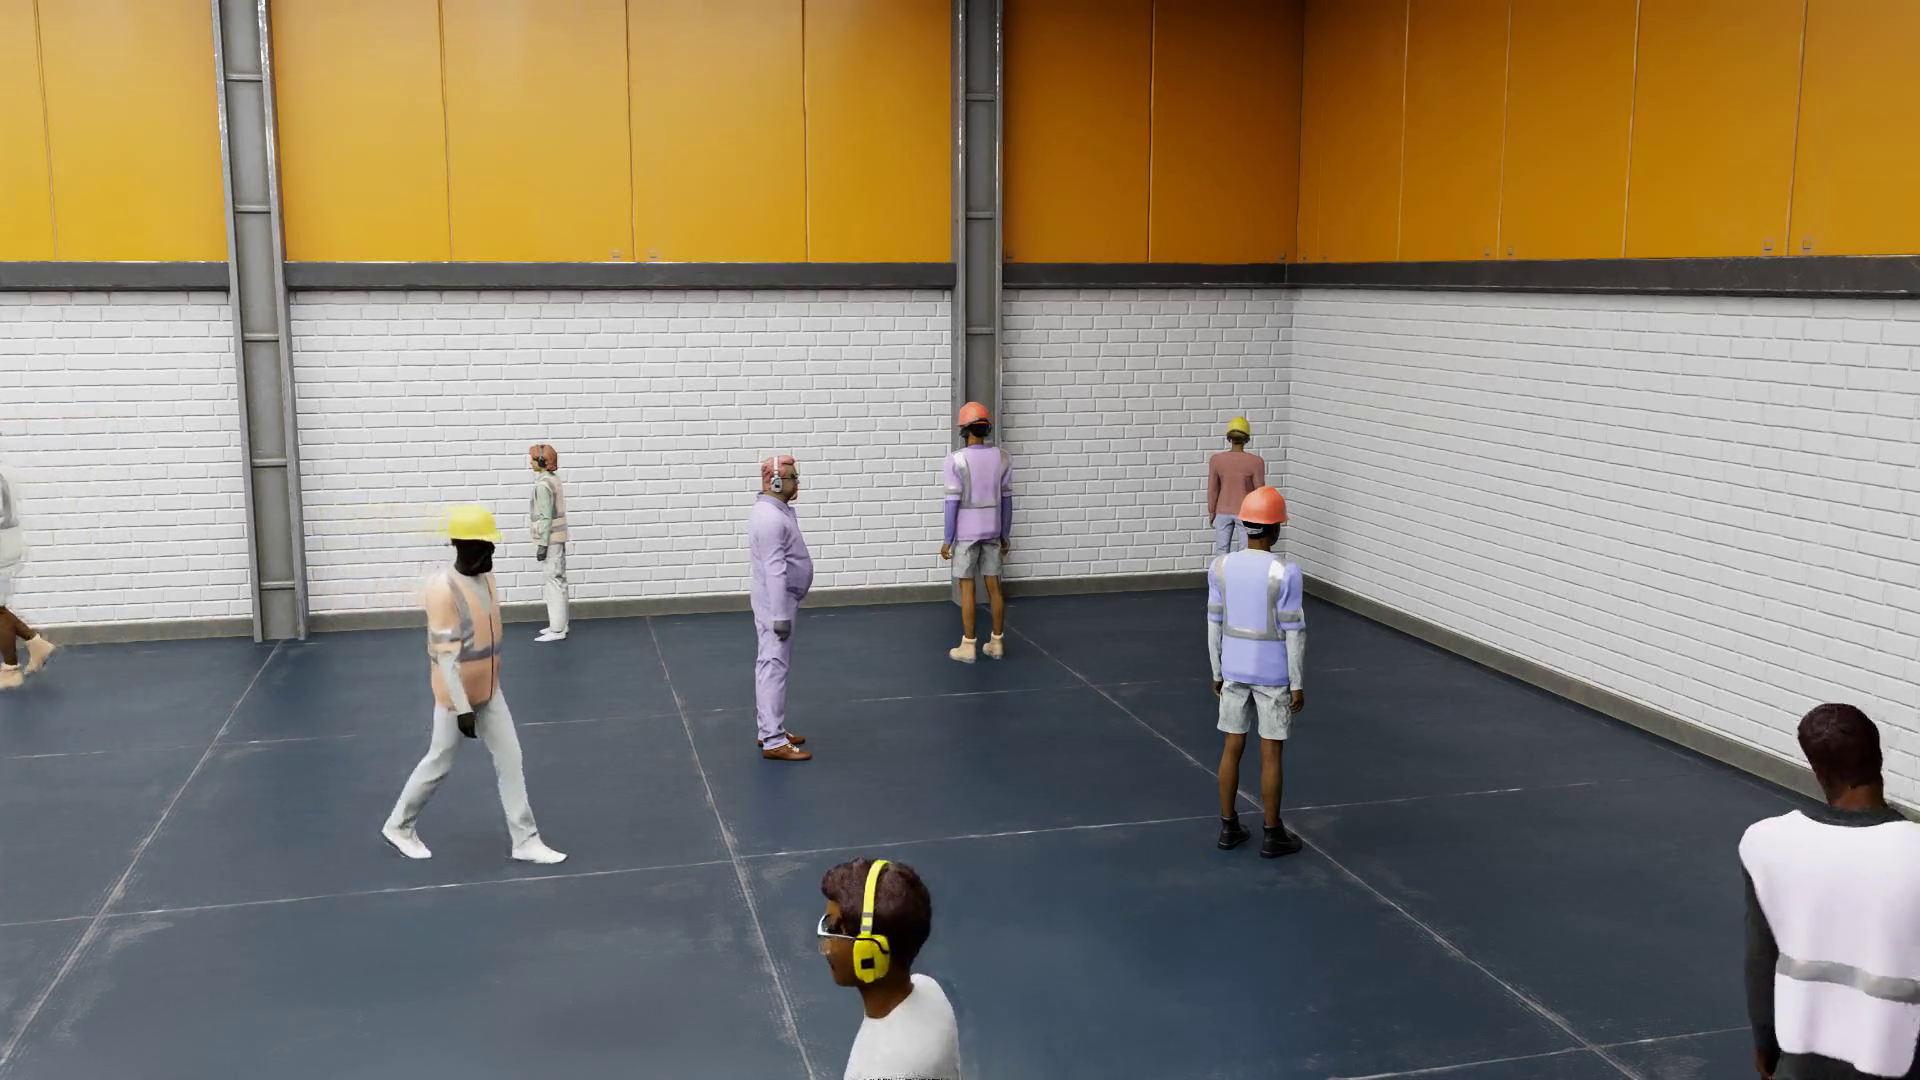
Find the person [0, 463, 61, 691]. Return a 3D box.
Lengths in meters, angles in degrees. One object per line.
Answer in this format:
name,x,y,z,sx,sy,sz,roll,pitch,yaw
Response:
person,-6.951,0.116,11.982,0.548,2.018,0.641,-5,10,-27

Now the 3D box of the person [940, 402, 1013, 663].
person,0.115,-0.061,13.025,0.615,2.038,0.395,-5,10,-30

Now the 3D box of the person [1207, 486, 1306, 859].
person,1.556,0.686,8.680,0.543,1.939,0.360,7,11,37

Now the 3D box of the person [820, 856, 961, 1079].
person,-0.078,1.560,3.549,0.805,1.842,0.515,2,9,10

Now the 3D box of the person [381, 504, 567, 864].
person,-2.561,0.743,8.515,0.970,1.886,0.592,3,9,16

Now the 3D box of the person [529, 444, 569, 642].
person,-3.394,0.022,13.747,0.315,1.641,0.515,0,9,-2

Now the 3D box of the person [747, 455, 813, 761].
person,-1.123,0.416,10.457,0.404,1.911,0.636,-1,9,-9

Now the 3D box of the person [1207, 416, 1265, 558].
person,2.479,-0.222,14.885,0.534,1.766,0.319,4,10,26

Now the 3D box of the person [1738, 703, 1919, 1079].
person,2.418,1.402,4.424,0.372,1.886,0.732,-8,12,-43
